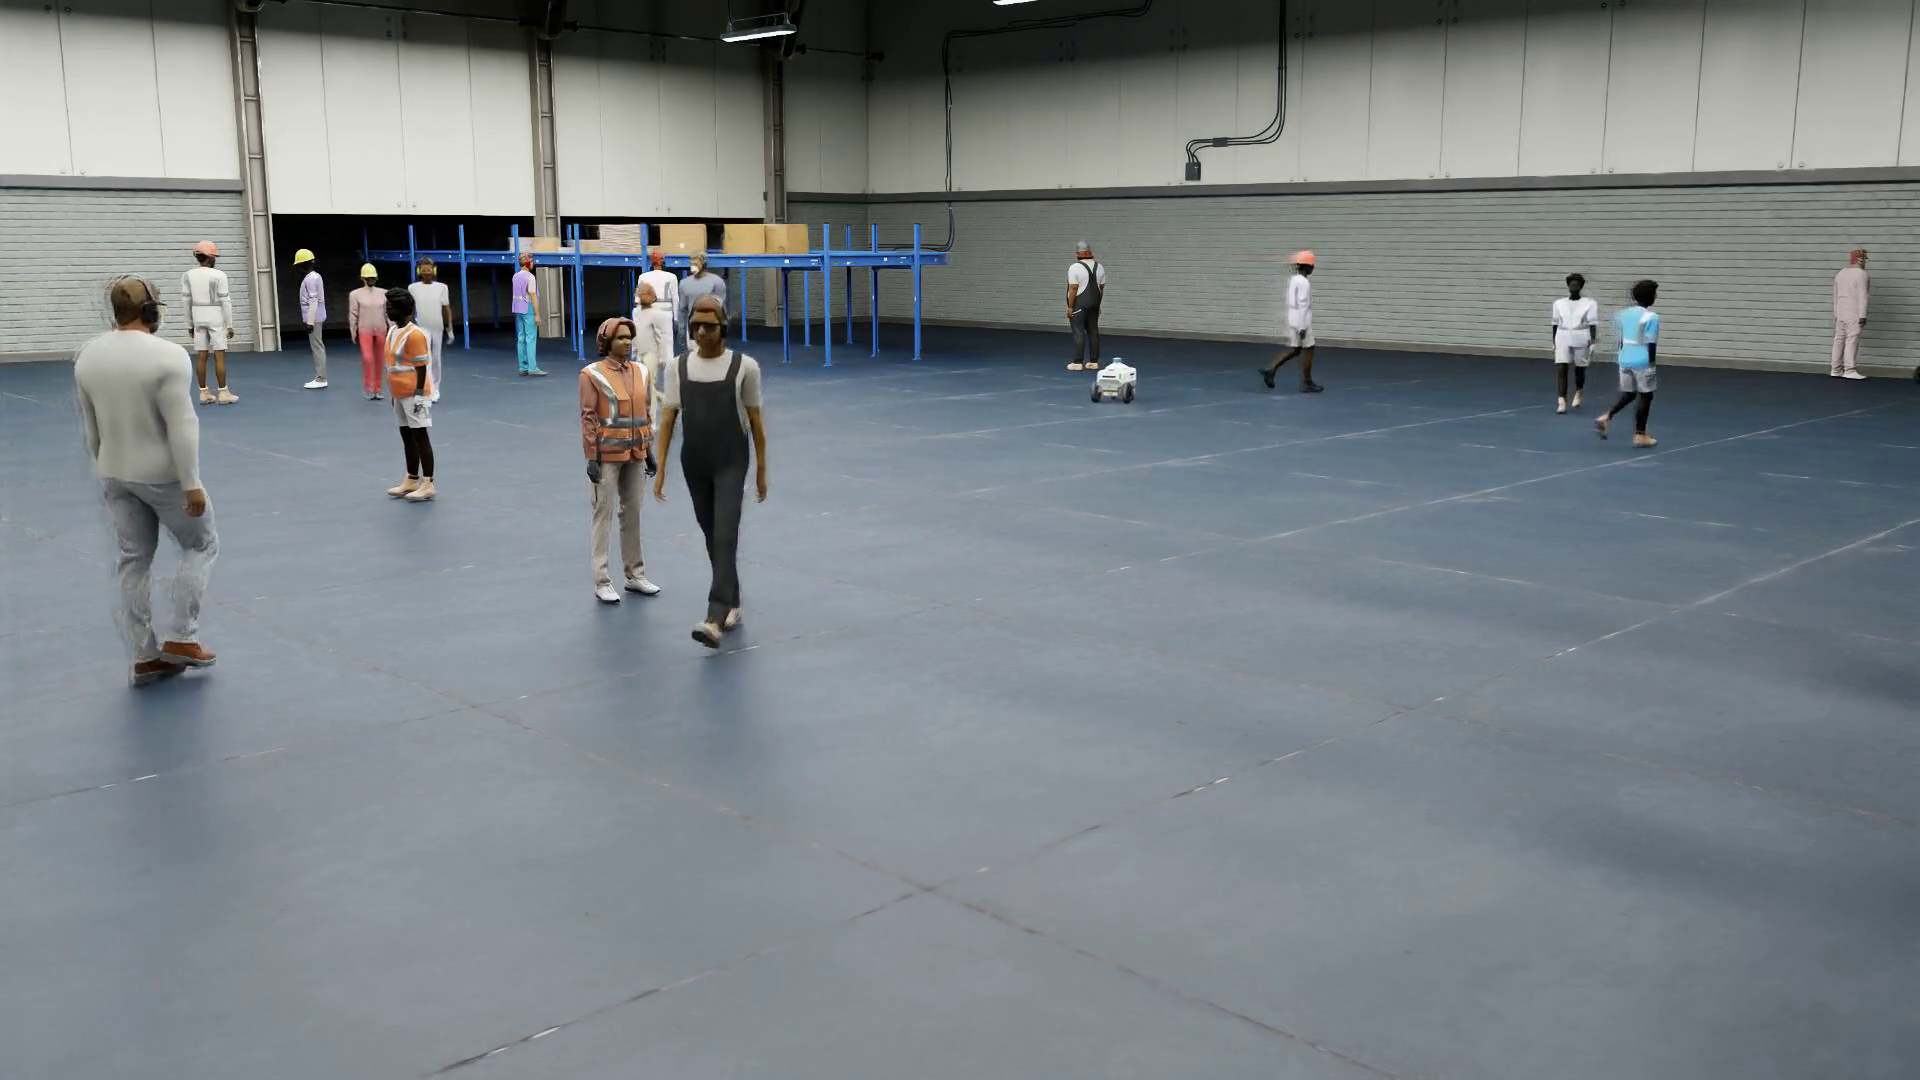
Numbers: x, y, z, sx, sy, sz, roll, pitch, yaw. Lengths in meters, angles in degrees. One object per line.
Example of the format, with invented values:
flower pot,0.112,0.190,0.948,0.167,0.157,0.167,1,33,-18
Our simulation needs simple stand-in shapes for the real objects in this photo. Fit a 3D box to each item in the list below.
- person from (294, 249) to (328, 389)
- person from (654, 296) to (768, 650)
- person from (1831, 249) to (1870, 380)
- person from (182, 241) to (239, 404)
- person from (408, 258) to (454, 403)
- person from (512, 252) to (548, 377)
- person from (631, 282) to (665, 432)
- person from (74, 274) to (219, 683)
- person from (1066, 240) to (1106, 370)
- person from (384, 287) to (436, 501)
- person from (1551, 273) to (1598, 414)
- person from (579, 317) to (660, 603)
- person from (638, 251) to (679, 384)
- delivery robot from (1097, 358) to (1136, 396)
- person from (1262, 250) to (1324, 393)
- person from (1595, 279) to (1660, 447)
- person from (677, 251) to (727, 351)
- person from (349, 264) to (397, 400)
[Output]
person,-9.004,-3.070,23.104,0.375,1.919,0.584,-3,11,-16
person,-1.307,-0.356,8.634,0.538,1.792,0.966,2,11,11
person,13.198,-3.336,24.588,0.399,1.908,0.643,-1,10,-7
person,-9.452,-2.743,20.986,0.613,2.039,0.393,2,11,9
person,-6.793,-2.706,21.373,0.533,1.833,0.951,-4,11,-21
person,-6.536,-3.401,25.092,0.567,1.850,0.389,10,14,43
person,-3.329,-1.984,17.991,0.500,1.616,0.511,-10,14,-42
person,-3.830,-0.294,7.935,0.654,1.925,0.515,3,11,15
person,1.931,-3.702,26.328,0.688,2.000,0.536,-7,13,-35
person,-4.427,-1.172,13.348,0.321,1.699,0.537,-9,14,-41
person,7.394,-2.385,20.044,0.534,1.669,0.783,5,12,27
person,-1.989,-0.475,9.703,0.309,1.645,0.514,8,13,37
person,-4.297,-3.178,23.785,0.579,1.882,0.342,0,10,2
delivery robot,2.015,-2.093,21.356,0.477,0.478,0.707,4,11,22
person,4.533,-2.949,22.459,0.776,1.913,0.552,-1,10,-8
person,6.738,-1.766,16.638,0.570,1.676,0.540,-3,11,-17
person,-3.158,-2.544,20.222,0.649,1.919,0.448,4,11,22
person,-7.473,-2.643,21.263,0.542,1.731,0.813,-7,12,-33
